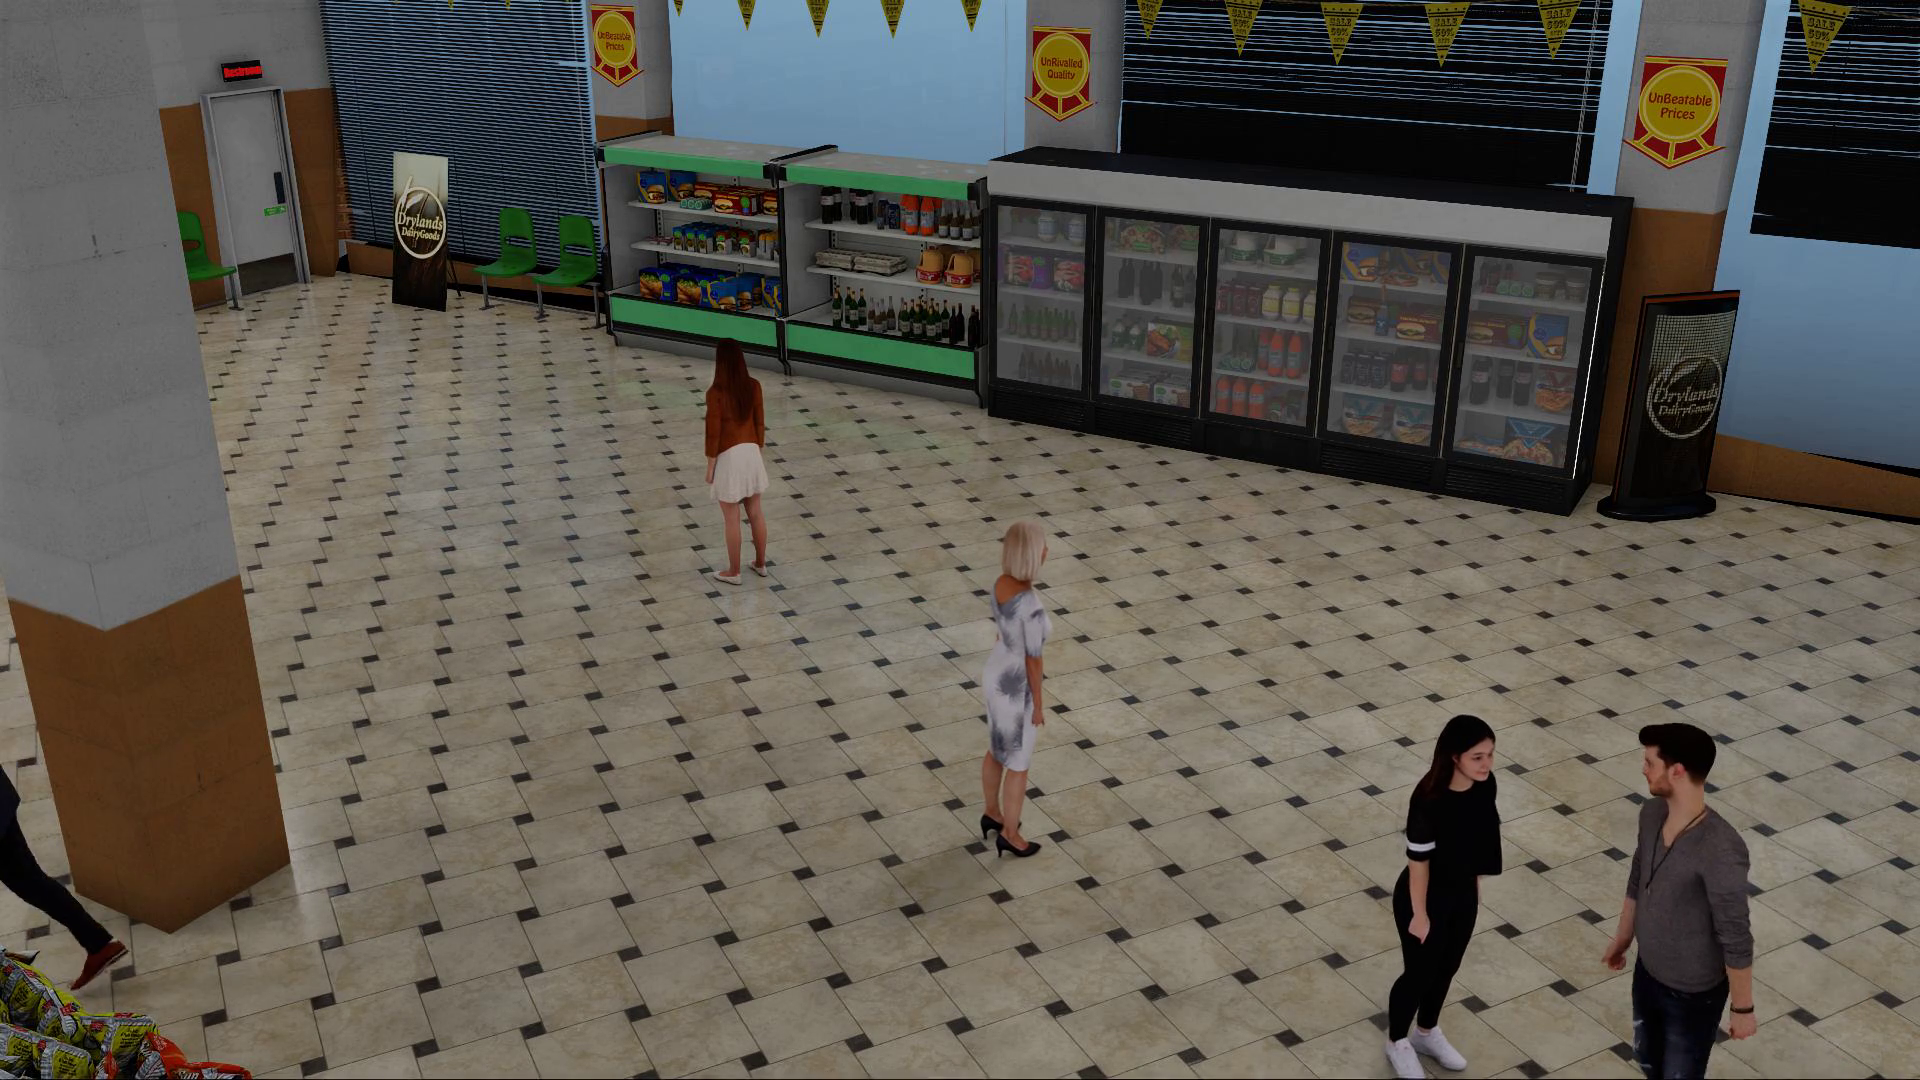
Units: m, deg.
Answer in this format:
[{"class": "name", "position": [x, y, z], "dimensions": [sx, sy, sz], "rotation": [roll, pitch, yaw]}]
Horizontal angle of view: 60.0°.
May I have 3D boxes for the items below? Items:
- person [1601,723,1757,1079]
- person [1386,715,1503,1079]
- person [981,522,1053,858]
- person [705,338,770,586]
[{"class": "person", "position": [2.633, 1.565, 5.920], "dimensions": [0.935, 1.861, 0.922], "rotation": [-8, 23, -19]}, {"class": "person", "position": [1.902, 1.409, 6.611], "dimensions": [0.694, 1.636, 0.709], "rotation": [-15, 26, -33]}, {"class": "person", "position": [0.257, 0.736, 8.138], "dimensions": [0.711, 1.746, 0.619], "rotation": [-11, 25, -26]}, {"class": "person", "position": [-1.516, -0.539, 11.344], "dimensions": [0.695, 1.722, 0.674], "rotation": [-18, 28, -37]}]
